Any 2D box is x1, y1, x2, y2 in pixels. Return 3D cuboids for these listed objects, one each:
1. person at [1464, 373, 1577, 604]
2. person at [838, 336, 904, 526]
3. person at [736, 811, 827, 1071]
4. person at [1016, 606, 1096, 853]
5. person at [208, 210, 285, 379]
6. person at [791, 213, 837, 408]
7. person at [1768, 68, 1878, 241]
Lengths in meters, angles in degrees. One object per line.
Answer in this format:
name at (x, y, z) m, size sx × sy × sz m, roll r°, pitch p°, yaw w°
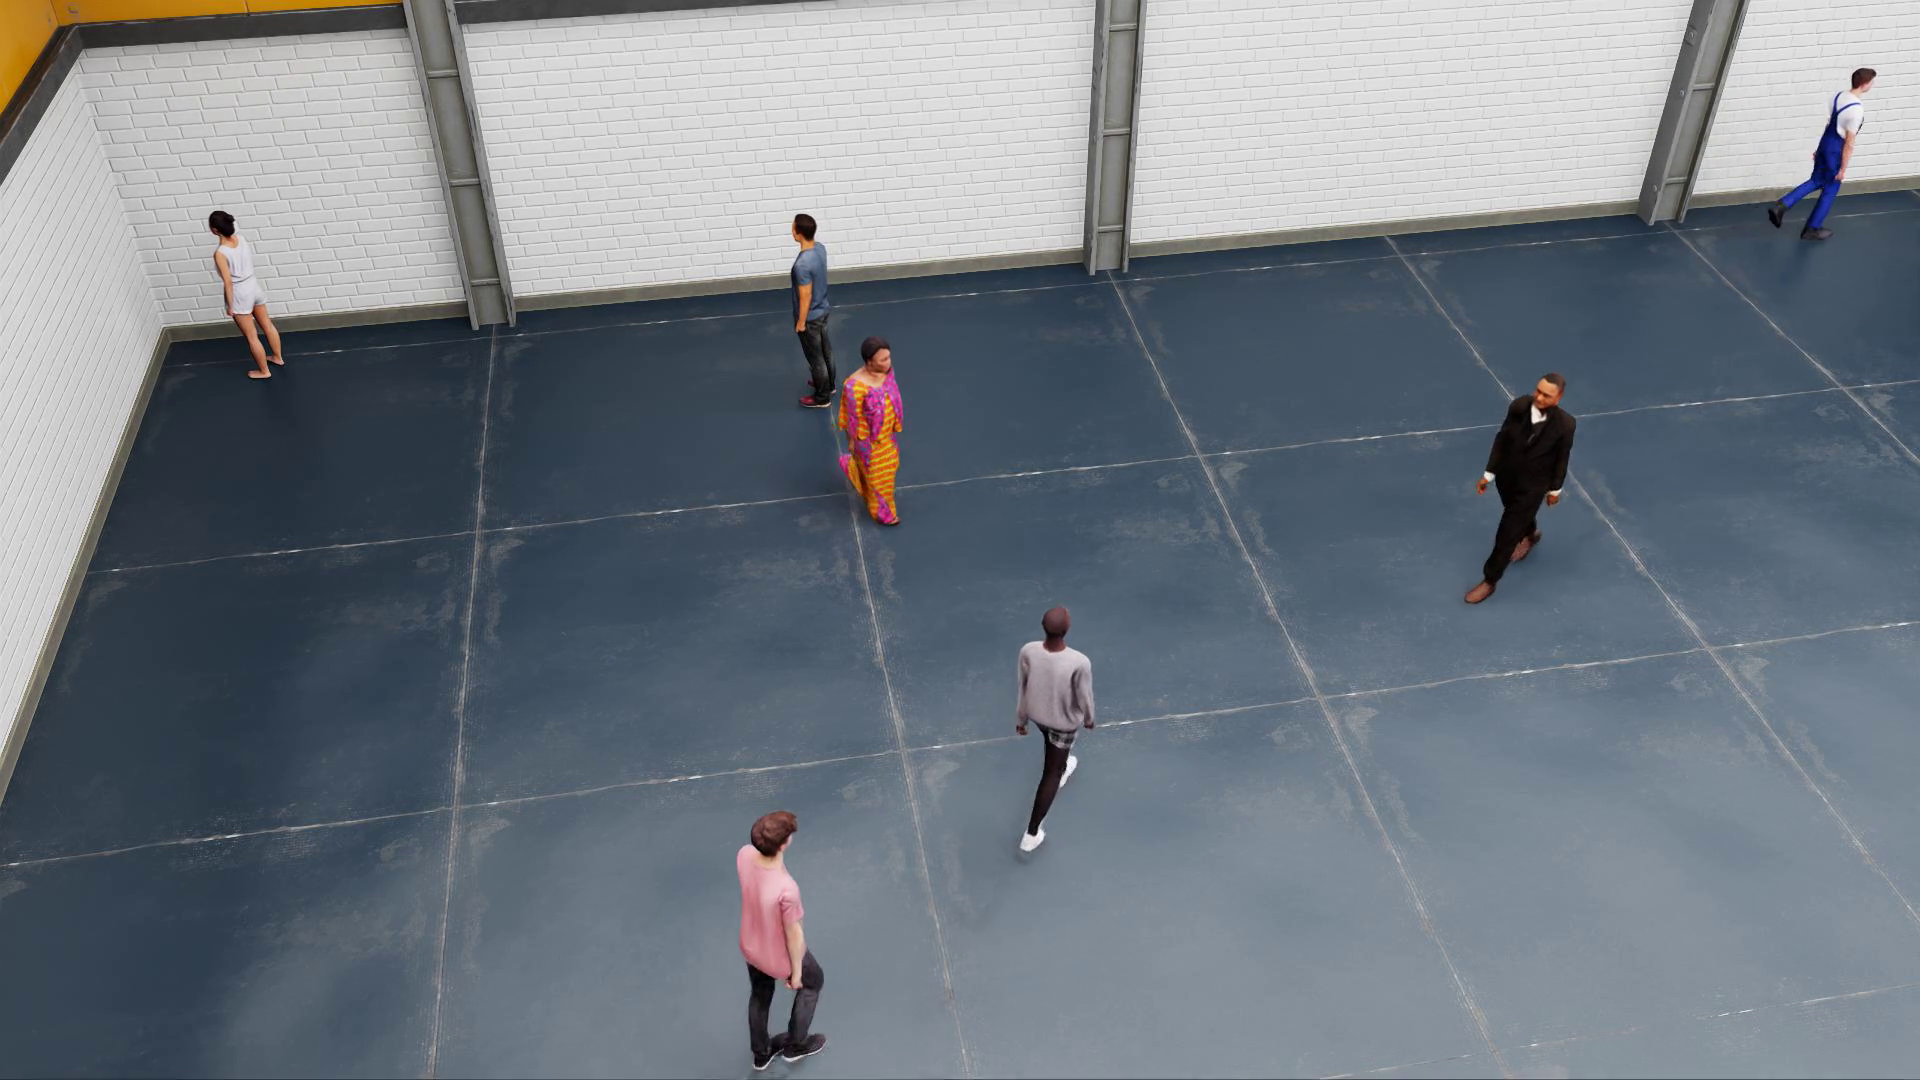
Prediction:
person at (4.234, -0.473, 12.349) m, size 1.360 × 1.867 × 1.109 m, roll -28°, pitch 47°, yaw -31°
person at (-0.715, -0.909, 13.058) m, size 1.031 × 1.663 × 0.976 m, roll 27°, pitch 46°, yaw 29°
person at (-1.070, 2.238, 8.894) m, size 0.813 × 1.942 × 0.871 m, roll 24°, pitch 45°, yaw 27°
person at (0.552, 1.184, 10.382) m, size 1.179 × 1.732 × 1.156 m, roll 18°, pitch 42°, yaw 21°
person at (-6.328, -2.178, 14.692) m, size 0.655 × 1.607 × 0.645 m, roll 10°, pitch 40°, yaw 12°
person at (-1.261, -1.969, 14.270) m, size 0.694 × 1.807 × 0.732 m, roll 10°, pitch 40°, yaw 12°
person at (8.607, -3.828, 16.579) m, size 0.957 × 1.830 × 0.618 m, roll -6°, pitch 39°, yaw -7°
